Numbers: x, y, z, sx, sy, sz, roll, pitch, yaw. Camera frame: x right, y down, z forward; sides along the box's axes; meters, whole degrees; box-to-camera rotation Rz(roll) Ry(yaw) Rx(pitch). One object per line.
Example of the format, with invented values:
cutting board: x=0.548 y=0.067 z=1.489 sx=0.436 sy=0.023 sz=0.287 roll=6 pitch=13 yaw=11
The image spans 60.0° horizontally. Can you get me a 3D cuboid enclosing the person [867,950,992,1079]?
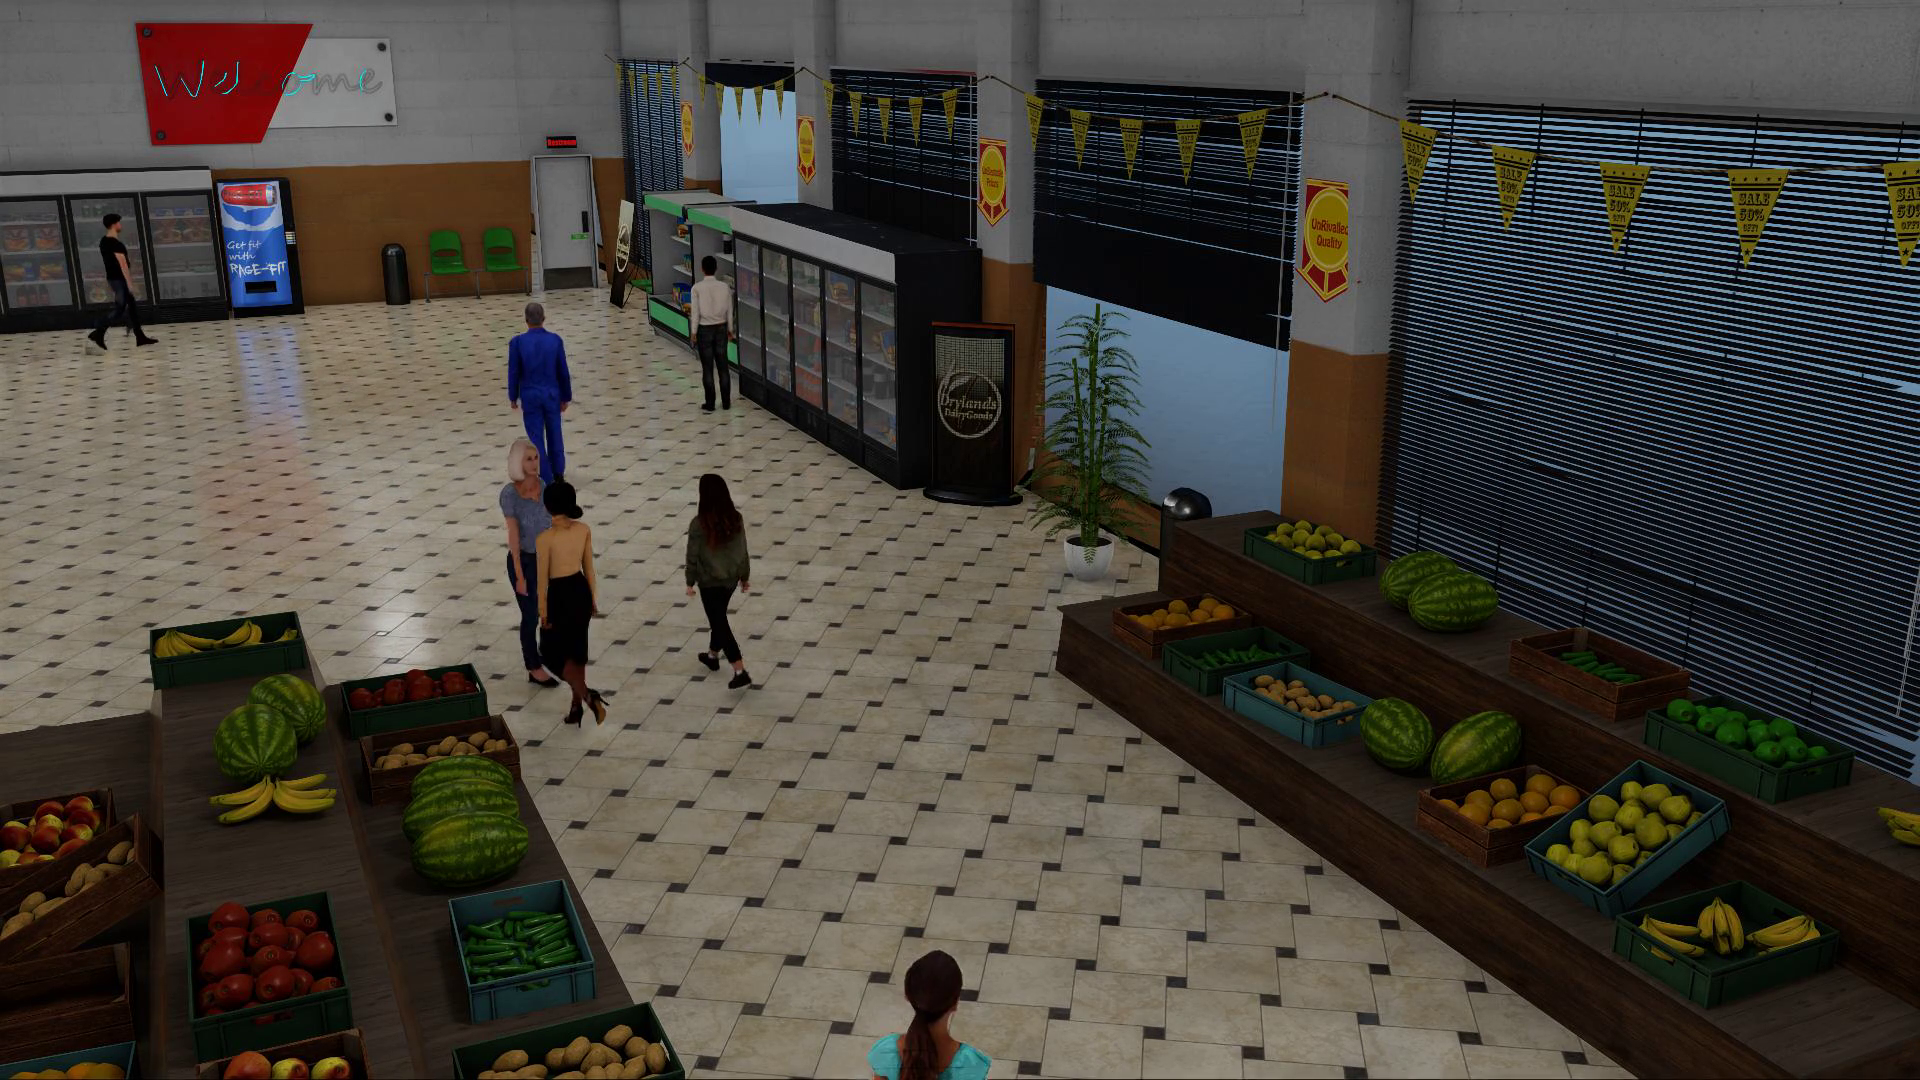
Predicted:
person: x=-0.123 y=2.048 z=5.257 sx=0.692 sy=1.548 sz=0.748 roll=3 pitch=17 yaw=10

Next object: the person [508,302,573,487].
person: x=-4.005 y=-1.339 z=15.958 sx=0.721 sy=1.811 sz=0.689 roll=-8 pitch=19 yaw=-26

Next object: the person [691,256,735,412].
person: x=-2.914 y=-2.432 z=19.562 sx=0.666 sy=1.809 sz=0.524 roll=-7 pitch=18 yaw=-22

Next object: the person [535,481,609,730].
person: x=-2.398 y=0.455 z=10.349 sx=0.902 sy=1.639 sz=0.754 roll=15 pitch=23 yaw=41

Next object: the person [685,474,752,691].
person: x=-1.582 y=0.307 z=11.178 sx=0.758 sy=1.440 sz=1.066 roll=-14 pitch=22 yaw=-38

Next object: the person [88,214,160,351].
person: x=-11.824 y=-3.574 z=23.225 sx=1.222 sy=1.866 sz=1.030 roll=16 pitch=23 yaw=42

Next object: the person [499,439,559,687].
person: x=-2.947 y=0.150 z=11.223 sx=0.709 sy=1.713 sz=0.683 roll=11 pitch=20 yaw=31
